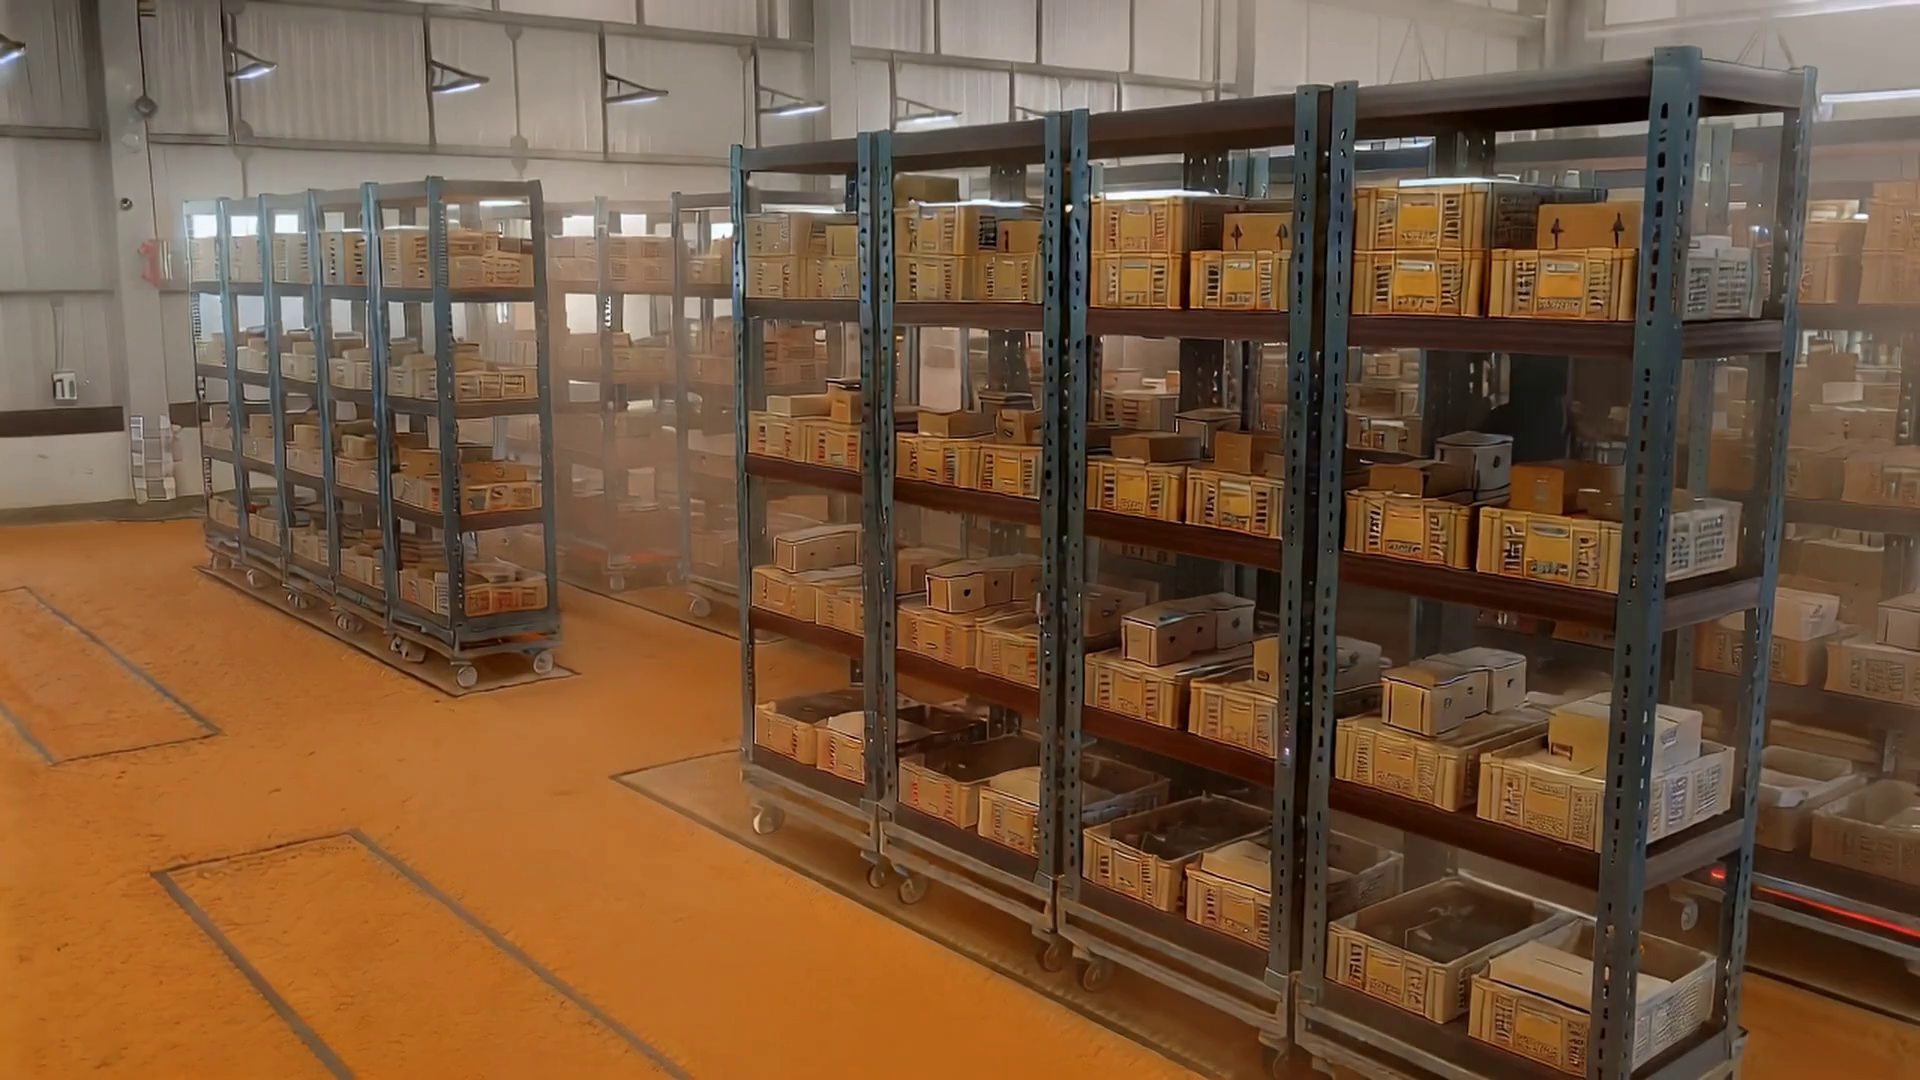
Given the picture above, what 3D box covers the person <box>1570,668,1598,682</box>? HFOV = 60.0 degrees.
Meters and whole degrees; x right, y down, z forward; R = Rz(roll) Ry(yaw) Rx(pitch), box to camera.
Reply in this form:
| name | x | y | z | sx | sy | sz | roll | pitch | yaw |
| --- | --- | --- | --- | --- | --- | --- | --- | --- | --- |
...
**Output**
| name | x | y | z | sx | sy | sz | roll | pitch | yaw |
| --- | --- | --- | --- | --- | --- | --- | --- | --- | --- |
| person | 4.324 | 0.042 | 12.121 | 0.622 | 1.958 | 0.979 | -8 | 13 | -42 |
